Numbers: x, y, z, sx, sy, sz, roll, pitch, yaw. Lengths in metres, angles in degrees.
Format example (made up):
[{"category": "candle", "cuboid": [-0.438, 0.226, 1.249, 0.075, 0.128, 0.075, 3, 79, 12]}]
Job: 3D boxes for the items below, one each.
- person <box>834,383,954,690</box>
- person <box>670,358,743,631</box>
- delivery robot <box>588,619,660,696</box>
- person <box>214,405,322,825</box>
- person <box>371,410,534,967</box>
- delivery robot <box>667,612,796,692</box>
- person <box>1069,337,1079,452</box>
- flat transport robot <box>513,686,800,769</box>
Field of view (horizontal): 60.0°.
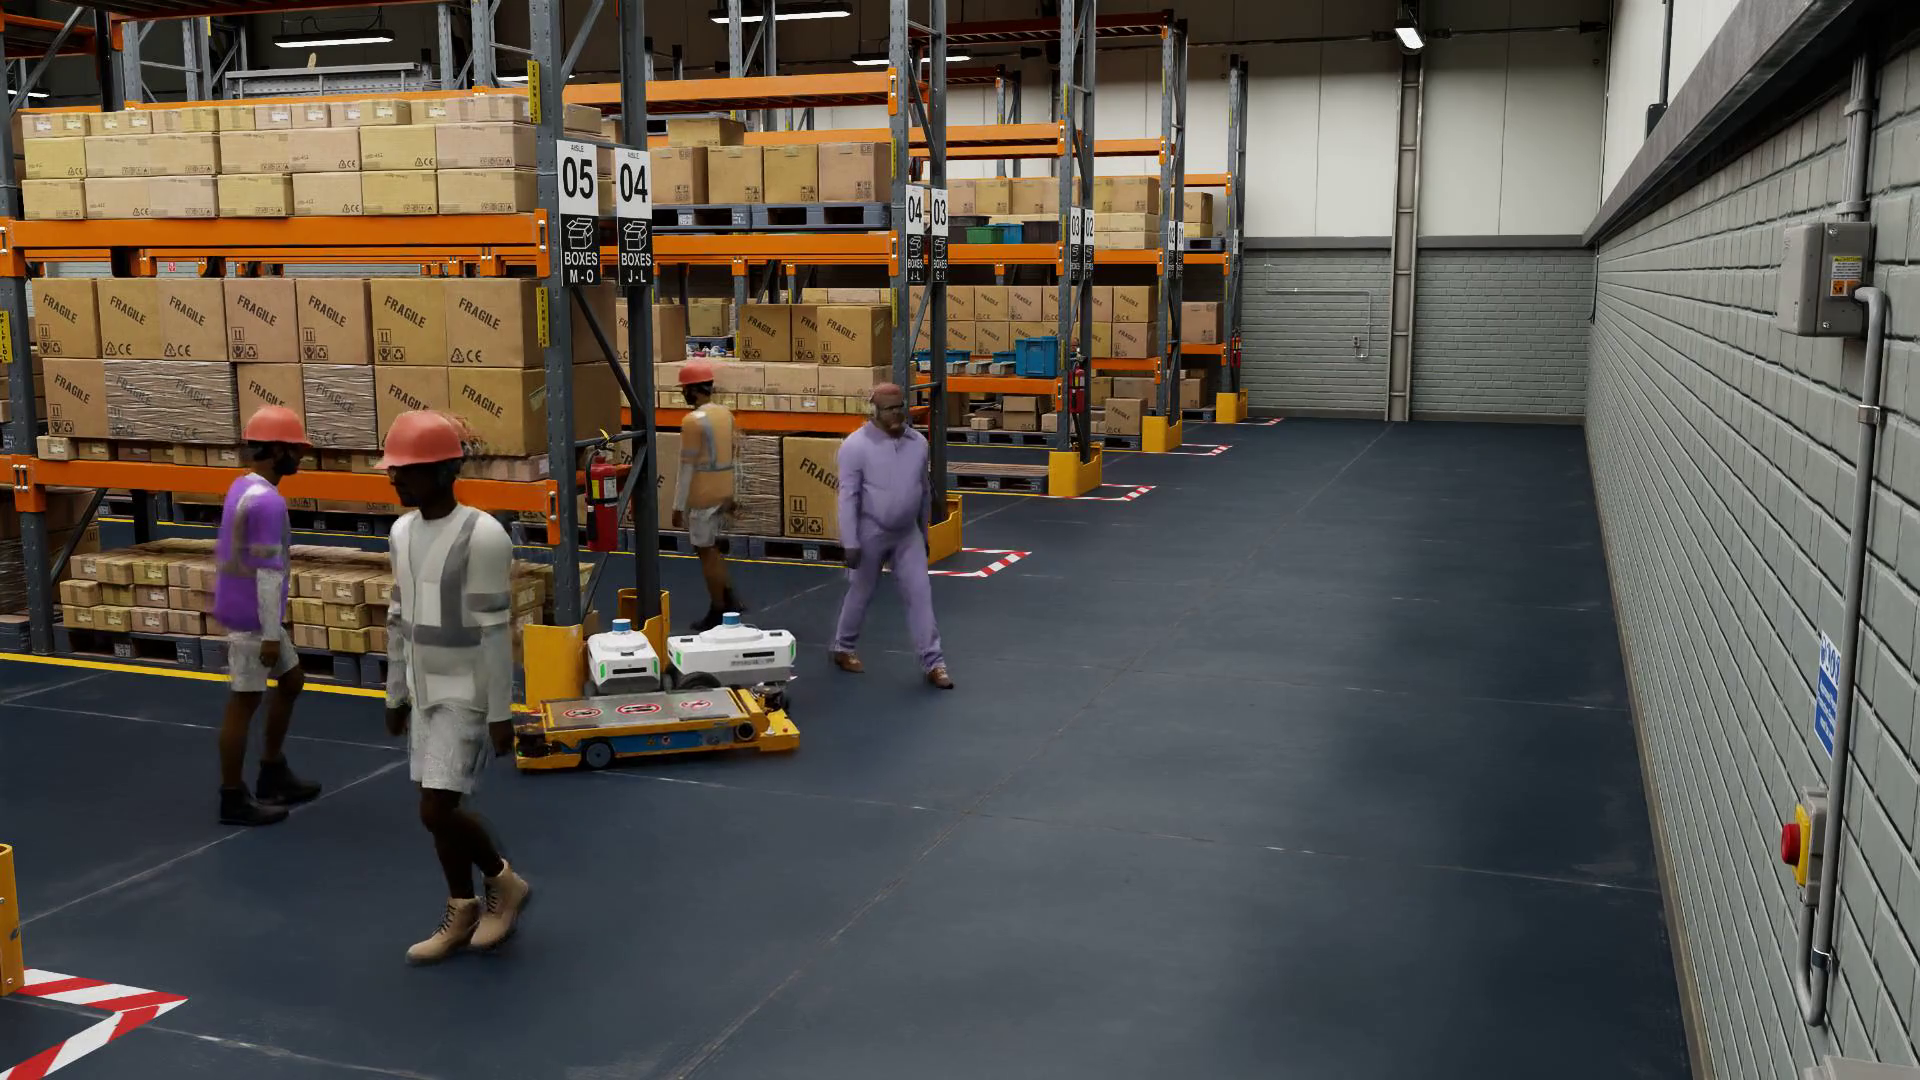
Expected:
[{"category": "person", "cuboid": [-0.440, -0.042, 10.225, 0.664, 1.847, 0.963, -5, 11, -31]}, {"category": "person", "cuboid": [-1.780, -0.302, 11.591, 0.430, 1.915, 0.571, 3, 10, 18]}, {"category": "delivery robot", "cuboid": [-1.898, 0.687, 9.363, 0.477, 0.478, 0.707, -3, 10, -17]}, {"category": "person", "cuboid": [-3.184, 0.345, 7.617, 0.552, 1.906, 0.569, -6, 11, -31]}, {"category": "person", "cuboid": [-1.859, 0.547, 5.950, 0.631, 2.023, 0.426, 8, 12, 39]}, {"category": "delivery robot", "cuboid": [-1.307, 0.659, 9.541, 0.707, 0.478, 0.477, -3, 10, -18]}, {"category": "person", "cuboid": [1.539, -2.003, 23.090, 0.279, 1.633, 0.505, 2, 9, 14]}, {"category": "flat transport robot", "cuboid": [-1.607, 0.973, 8.755, 1.431, 0.197, 0.652, -3, 9, -16]}]
